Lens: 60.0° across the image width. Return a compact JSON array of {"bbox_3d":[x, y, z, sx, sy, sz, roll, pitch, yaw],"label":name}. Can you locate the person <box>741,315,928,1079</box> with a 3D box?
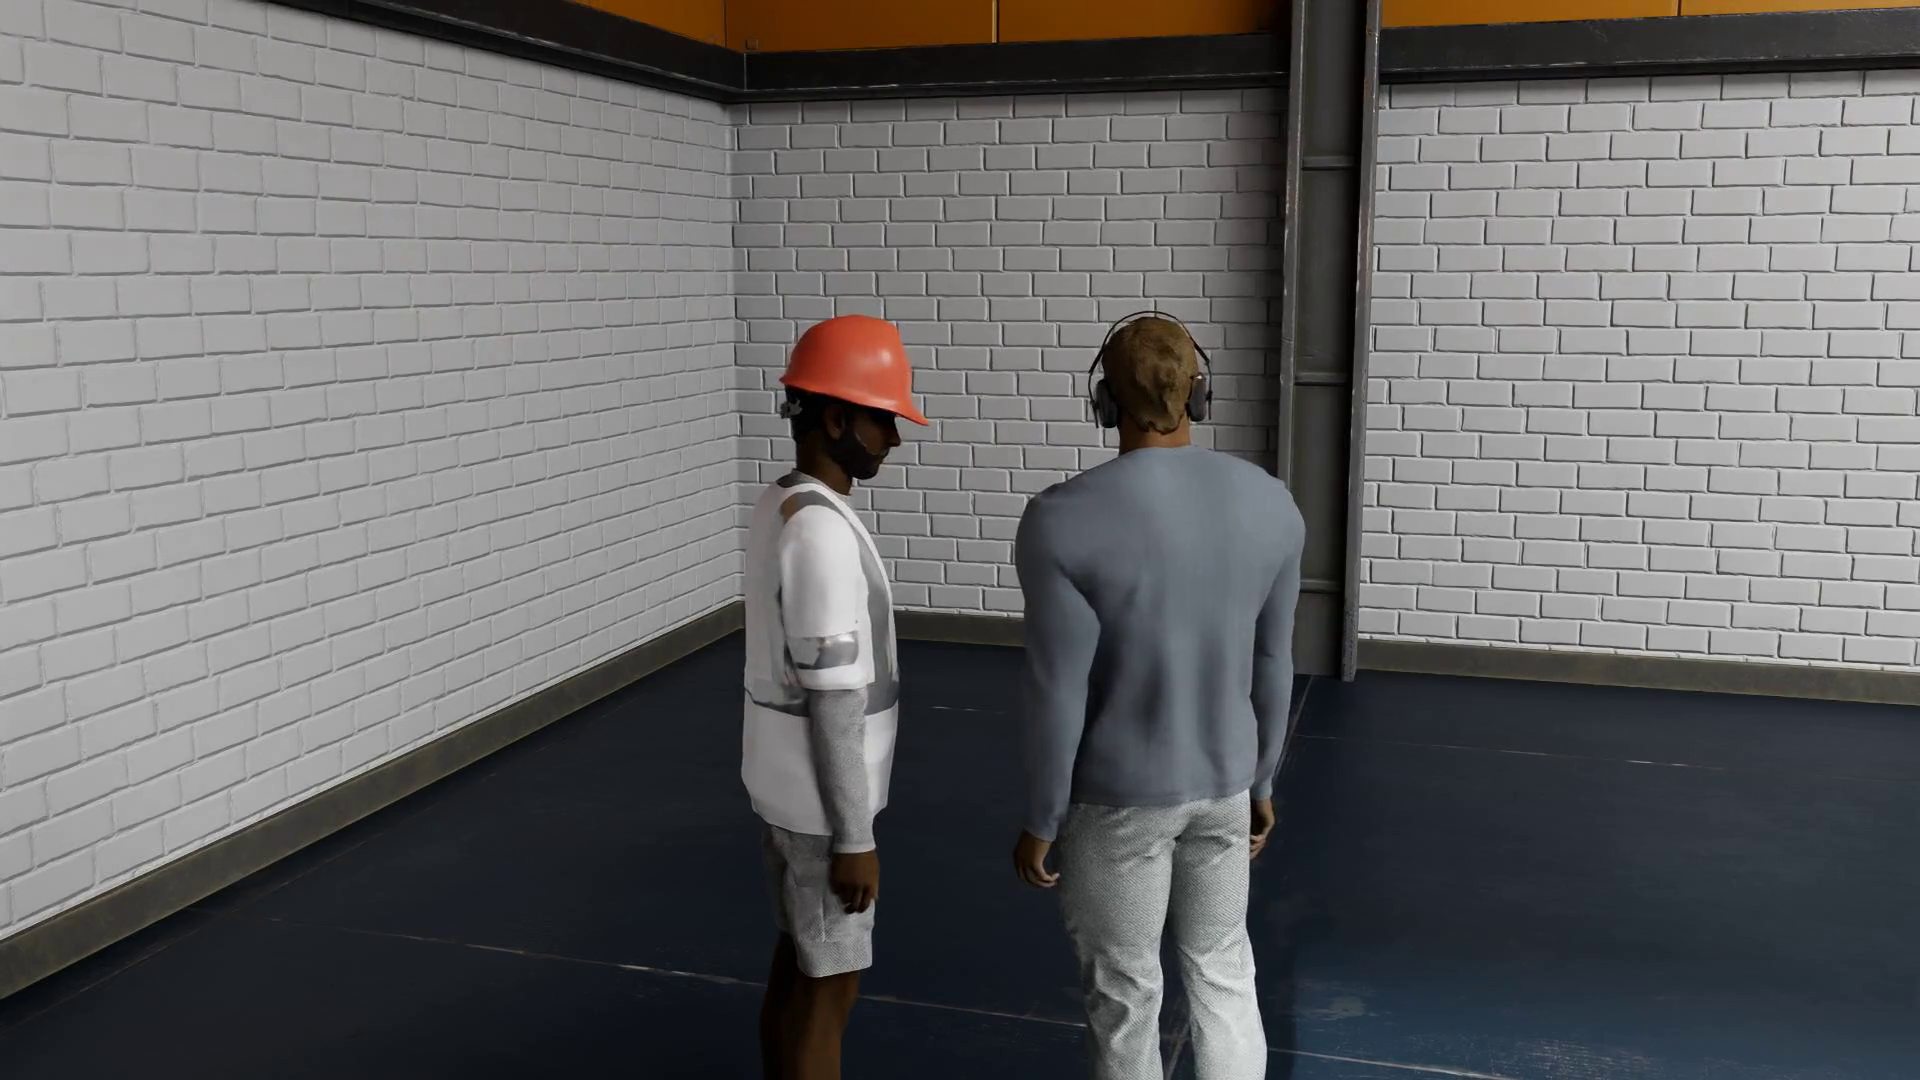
[{"bbox_3d":[-0.252,0.512,3.403,0.379,1.927,0.542,-3,10,-15],"label":"person"}]

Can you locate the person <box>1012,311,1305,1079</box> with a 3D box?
[{"bbox_3d":[0.386,0.516,3.348,0.629,1.937,0.376,-4,10,-25],"label":"person"}]
